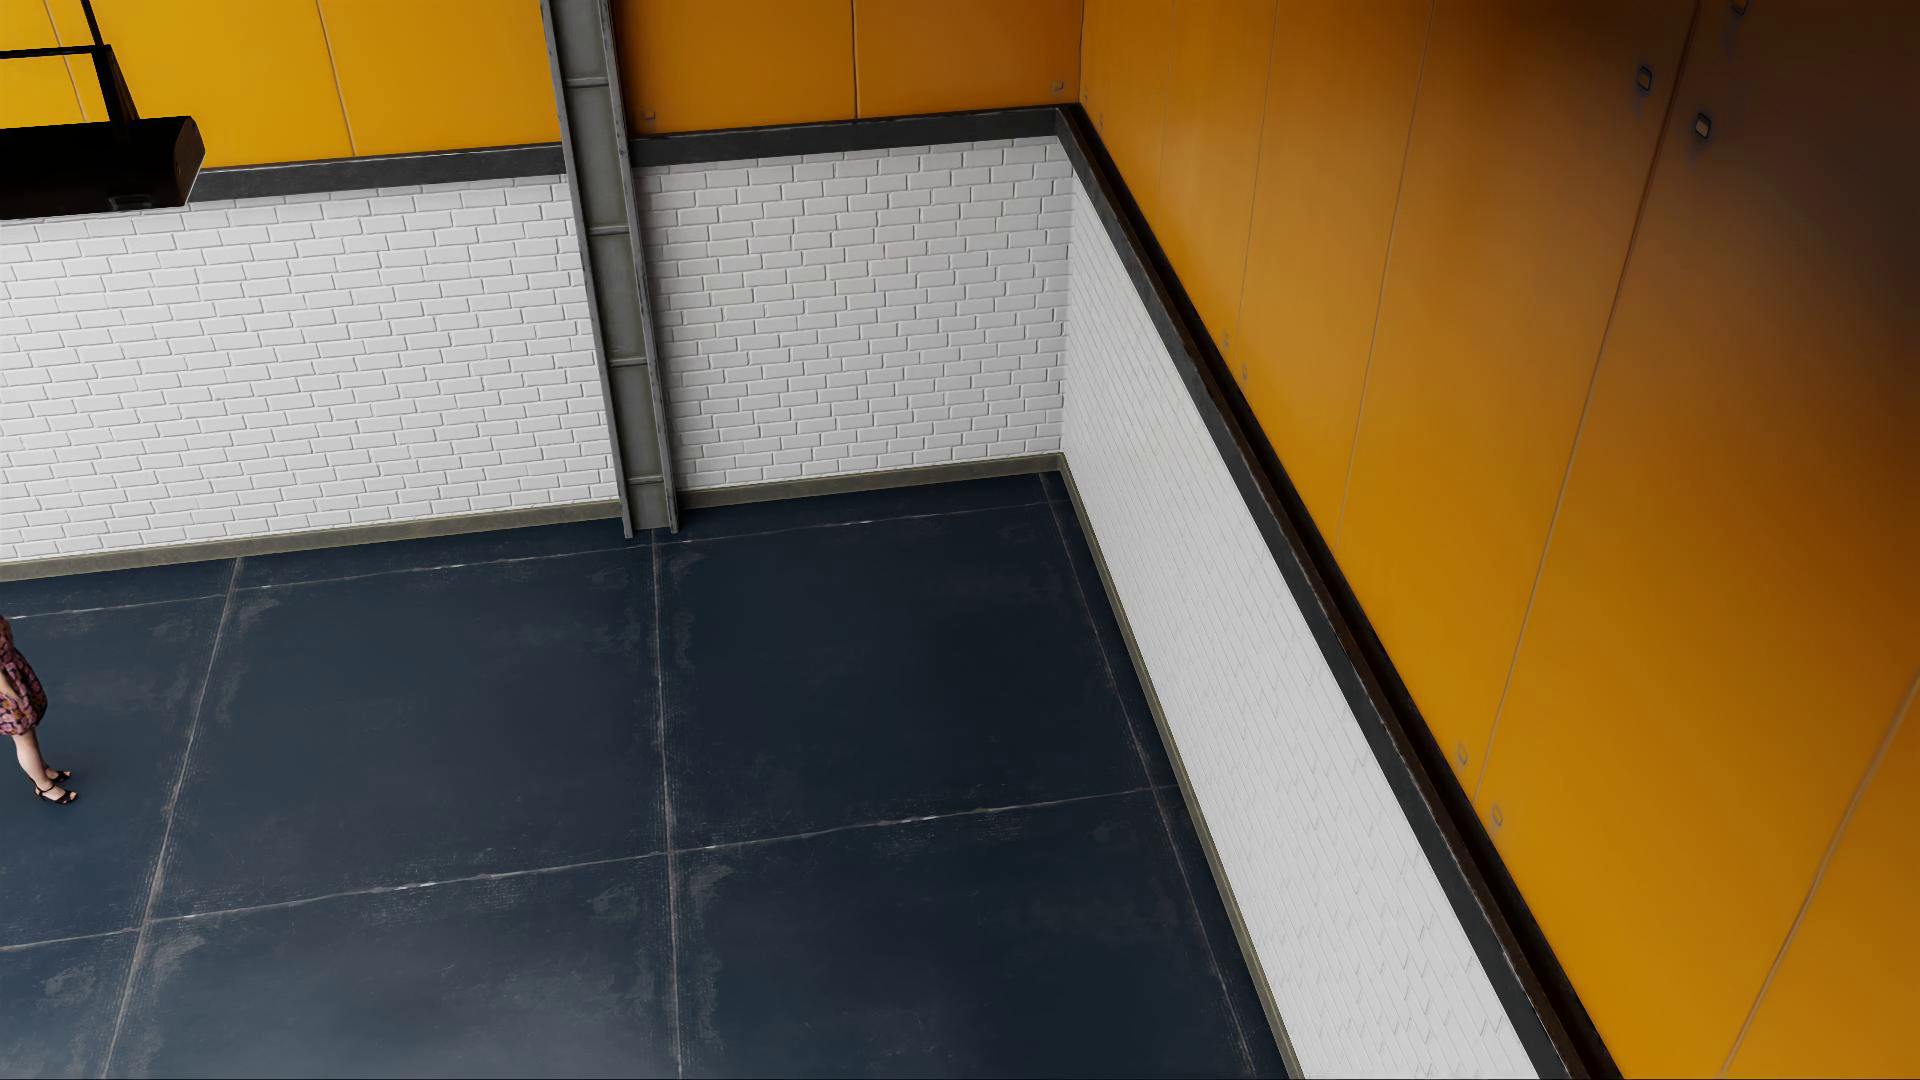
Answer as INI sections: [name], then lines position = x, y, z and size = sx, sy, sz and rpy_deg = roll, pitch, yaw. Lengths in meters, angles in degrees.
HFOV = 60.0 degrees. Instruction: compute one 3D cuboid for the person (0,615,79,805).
[person]
position = -5.636, 0.864, 9.840
size = 0.771, 1.774, 0.751
rpy_deg = -18, 42, -21
